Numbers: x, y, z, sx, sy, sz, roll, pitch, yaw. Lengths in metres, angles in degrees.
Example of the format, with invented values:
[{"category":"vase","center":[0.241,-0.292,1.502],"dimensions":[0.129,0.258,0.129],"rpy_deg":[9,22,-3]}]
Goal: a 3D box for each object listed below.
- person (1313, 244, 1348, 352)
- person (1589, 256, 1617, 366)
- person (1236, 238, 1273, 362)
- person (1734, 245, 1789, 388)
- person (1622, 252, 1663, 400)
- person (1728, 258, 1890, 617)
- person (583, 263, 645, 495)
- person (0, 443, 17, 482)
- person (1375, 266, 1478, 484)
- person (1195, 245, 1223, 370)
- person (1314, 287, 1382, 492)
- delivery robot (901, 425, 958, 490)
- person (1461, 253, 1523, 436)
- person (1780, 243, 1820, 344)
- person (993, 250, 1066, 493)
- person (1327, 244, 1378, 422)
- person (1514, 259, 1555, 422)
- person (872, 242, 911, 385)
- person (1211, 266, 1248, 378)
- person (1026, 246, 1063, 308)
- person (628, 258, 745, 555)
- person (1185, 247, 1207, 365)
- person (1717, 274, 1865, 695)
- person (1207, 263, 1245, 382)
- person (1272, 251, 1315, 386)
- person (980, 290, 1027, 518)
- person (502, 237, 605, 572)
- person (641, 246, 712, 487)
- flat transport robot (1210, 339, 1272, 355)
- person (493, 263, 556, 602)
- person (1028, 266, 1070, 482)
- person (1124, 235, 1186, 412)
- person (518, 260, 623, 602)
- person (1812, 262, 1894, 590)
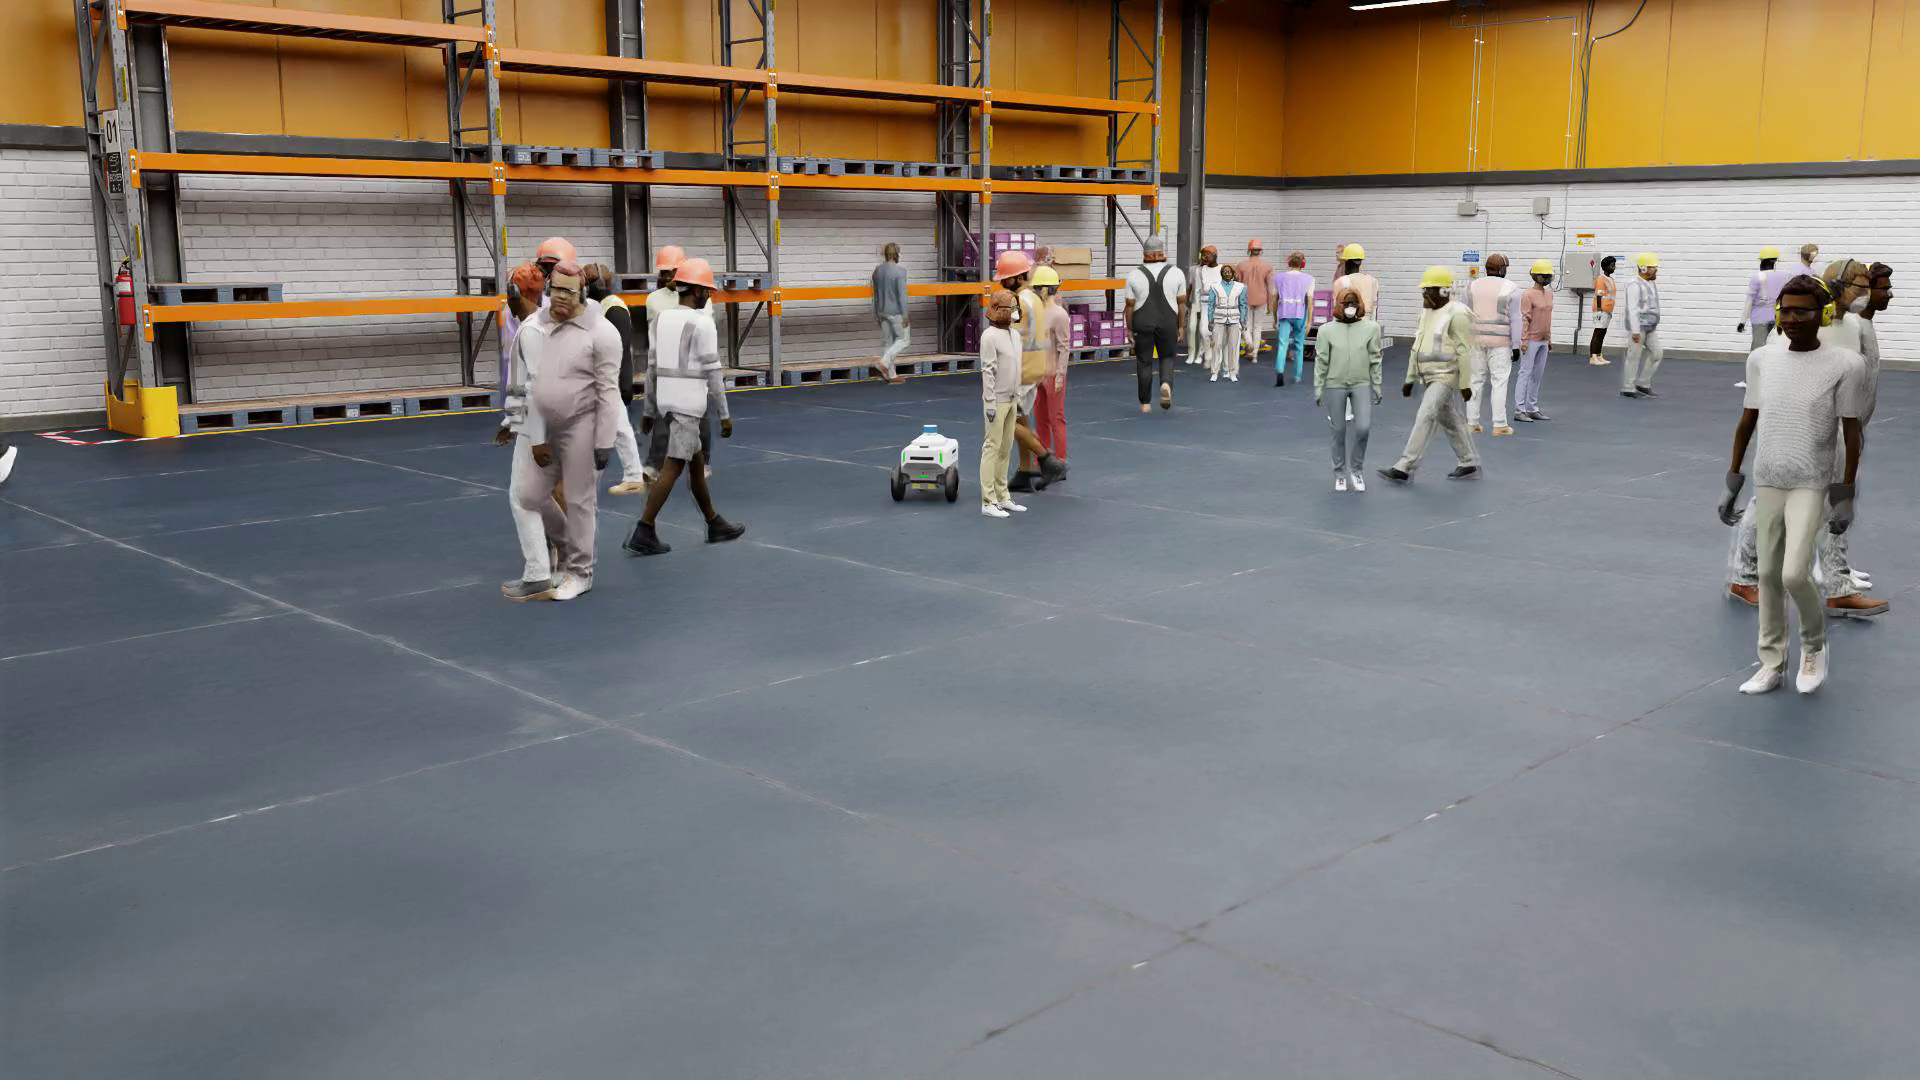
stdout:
[{"category":"person","center":[6.381,-4.044,28.085],"dimensions":[0.988,1.853,0.662],"rpy_deg":[0,10,3]},{"category":"person","center":[10.037,-3.566,25.925],"dimensions":[0.317,1.697,0.540],"rpy_deg":[9,13,39]},{"category":"person","center":[4.671,-3.807,26.470],"dimensions":[0.625,1.974,0.535],"rpy_deg":[1,10,3]},{"category":"person","center":[10.543,-2.890,21.717],"dimensions":[0.587,1.895,0.877],"rpy_deg":[-5,12,-25]},{"category":"person","center":[8.430,-2.619,20.428],"dimensions":[0.630,1.816,0.518],"rpy_deg":[-10,14,-44]},{"category":"person","center":[4.567,-0.529,8.805],"dimensions":[0.763,1.889,0.921],"rpy_deg":[-8,13,-36]},{"category":"person","center":[-2.854,-1.211,12.790],"dimensions":[0.912,1.799,0.646],"rpy_deg":[-5,12,-28]},{"category":"person","center":[-7.954,-1.321,13.121],"dimensions":[0.677,1.903,0.596],"rpy_deg":[-6,12,-31]},{"category":"person","center":[3.892,-1.341,13.588],"dimensions":[0.973,1.774,0.598],"rpy_deg":[-2,11,-12]},{"category":"person","center":[3.813,-3.471,24.920],"dimensions":[0.621,1.867,0.474],"rpy_deg":[4,11,20]},{"category":"person","center":[3.054,-1.176,13.094],"dimensions":[0.538,1.615,0.472],"rpy_deg":[2,11,10]},{"category":"delivery robot","center":[-0.230,-0.647,12.870],"dimensions":[0.477,0.478,0.707],"rpy_deg":[2,10,9]},{"category":"person","center":[5.409,-1.984,16.905],"dimensions":[0.634,1.841,0.429],"rpy_deg":[10,14,43]},{"category":"person","center":[11.721,-3.197,23.317],"dimensions":[0.638,1.918,0.673],"rpy_deg":[-9,14,-42]},{"category":"person","center":[0.525,-1.286,12.926],"dimensions":[0.524,1.907,0.571],"rpy_deg":[3,11,18]},{"category":"person","center":[4.262,-2.248,18.109],"dimensions":[0.586,1.928,0.369],"rpy_deg":[-6,12,-28]},{"category":"person","center":[6.288,-2.167,18.109],"dimensions":[0.535,1.767,0.316],"rpy_deg":[-8,13,-38]},{"category":"person","center":[-0.948,-3.036,22.412],"dimensions":[0.505,1.927,0.650],"rpy_deg":[-9,14,-42]},{"category":"person","center":[3.787,-3.060,23.435],"dimensions":[0.531,1.590,0.827],"rpy_deg":[2,11,11]},{"category":"person","center":[1.156,-3.069,22.765],"dimensions":[0.891,1.861,0.667],"rpy_deg":[-8,13,-36]},{"category":"person","center":[-1.791,-0.856,10.684],"dimensions":[0.572,1.882,0.987],"rpy_deg":[9,14,42]},{"category":"person","center":[3.764,-3.655,26.020],"dimensions":[0.549,1.836,0.722],"rpy_deg":[3,11,16]},{"category":"person","center":[3.602,-0.218,7.265],"dimensions":[0.387,1.852,0.529],"rpy_deg":[-7,13,-34]},{"category":"person","center":[3.691,-3.011,23.059],"dimensions":[0.524,1.639,0.306],"rpy_deg":[1,10,3]},{"category":"person","center":[4.494,-2.992,22.495],"dimensions":[0.563,1.814,0.887],"rpy_deg":[3,11,15]},{"category":"person","center":[0.314,-0.988,12.045],"dimensions":[0.284,1.633,0.497],"rpy_deg":[5,12,27]},{"category":"person","center":[-2.445,-0.847,10.258],"dimensions":[0.604,1.999,0.913],"rpy_deg":[1,10,7]},{"category":"person","center":[-2.290,-1.403,13.486],"dimensions":[0.622,1.922,1.070],"rpy_deg":[3,11,15]},{"category":"flat transport robot","center":[4.738,-3.306,28.400],"dimensions":[0.652,0.197,1.431],"rpy_deg":[7,12,33]},{"category":"person","center":[-2.445,-0.609,9.344],"dimensions":[0.474,1.863,0.624],"rpy_deg":[-1,10,-7]},{"category":"person","center":[0.703,-1.360,13.710],"dimensions":[0.320,1.769,0.523],"rpy_deg":[-6,12,-29]},{"category":"person","center":[2.212,-2.464,18.978],"dimensions":[0.702,2.000,0.628],"rpy_deg":[1,10,3]},{"category":"person","center":[-2.182,-0.592,9.194],"dimensions":[0.678,1.884,0.418],"rpy_deg":[4,11,23]},{"category":"person","center":[5.174,-0.658,9.615],"dimensions":[0.328,1.867,0.515],"rpy_deg":[5,12,27]}]
